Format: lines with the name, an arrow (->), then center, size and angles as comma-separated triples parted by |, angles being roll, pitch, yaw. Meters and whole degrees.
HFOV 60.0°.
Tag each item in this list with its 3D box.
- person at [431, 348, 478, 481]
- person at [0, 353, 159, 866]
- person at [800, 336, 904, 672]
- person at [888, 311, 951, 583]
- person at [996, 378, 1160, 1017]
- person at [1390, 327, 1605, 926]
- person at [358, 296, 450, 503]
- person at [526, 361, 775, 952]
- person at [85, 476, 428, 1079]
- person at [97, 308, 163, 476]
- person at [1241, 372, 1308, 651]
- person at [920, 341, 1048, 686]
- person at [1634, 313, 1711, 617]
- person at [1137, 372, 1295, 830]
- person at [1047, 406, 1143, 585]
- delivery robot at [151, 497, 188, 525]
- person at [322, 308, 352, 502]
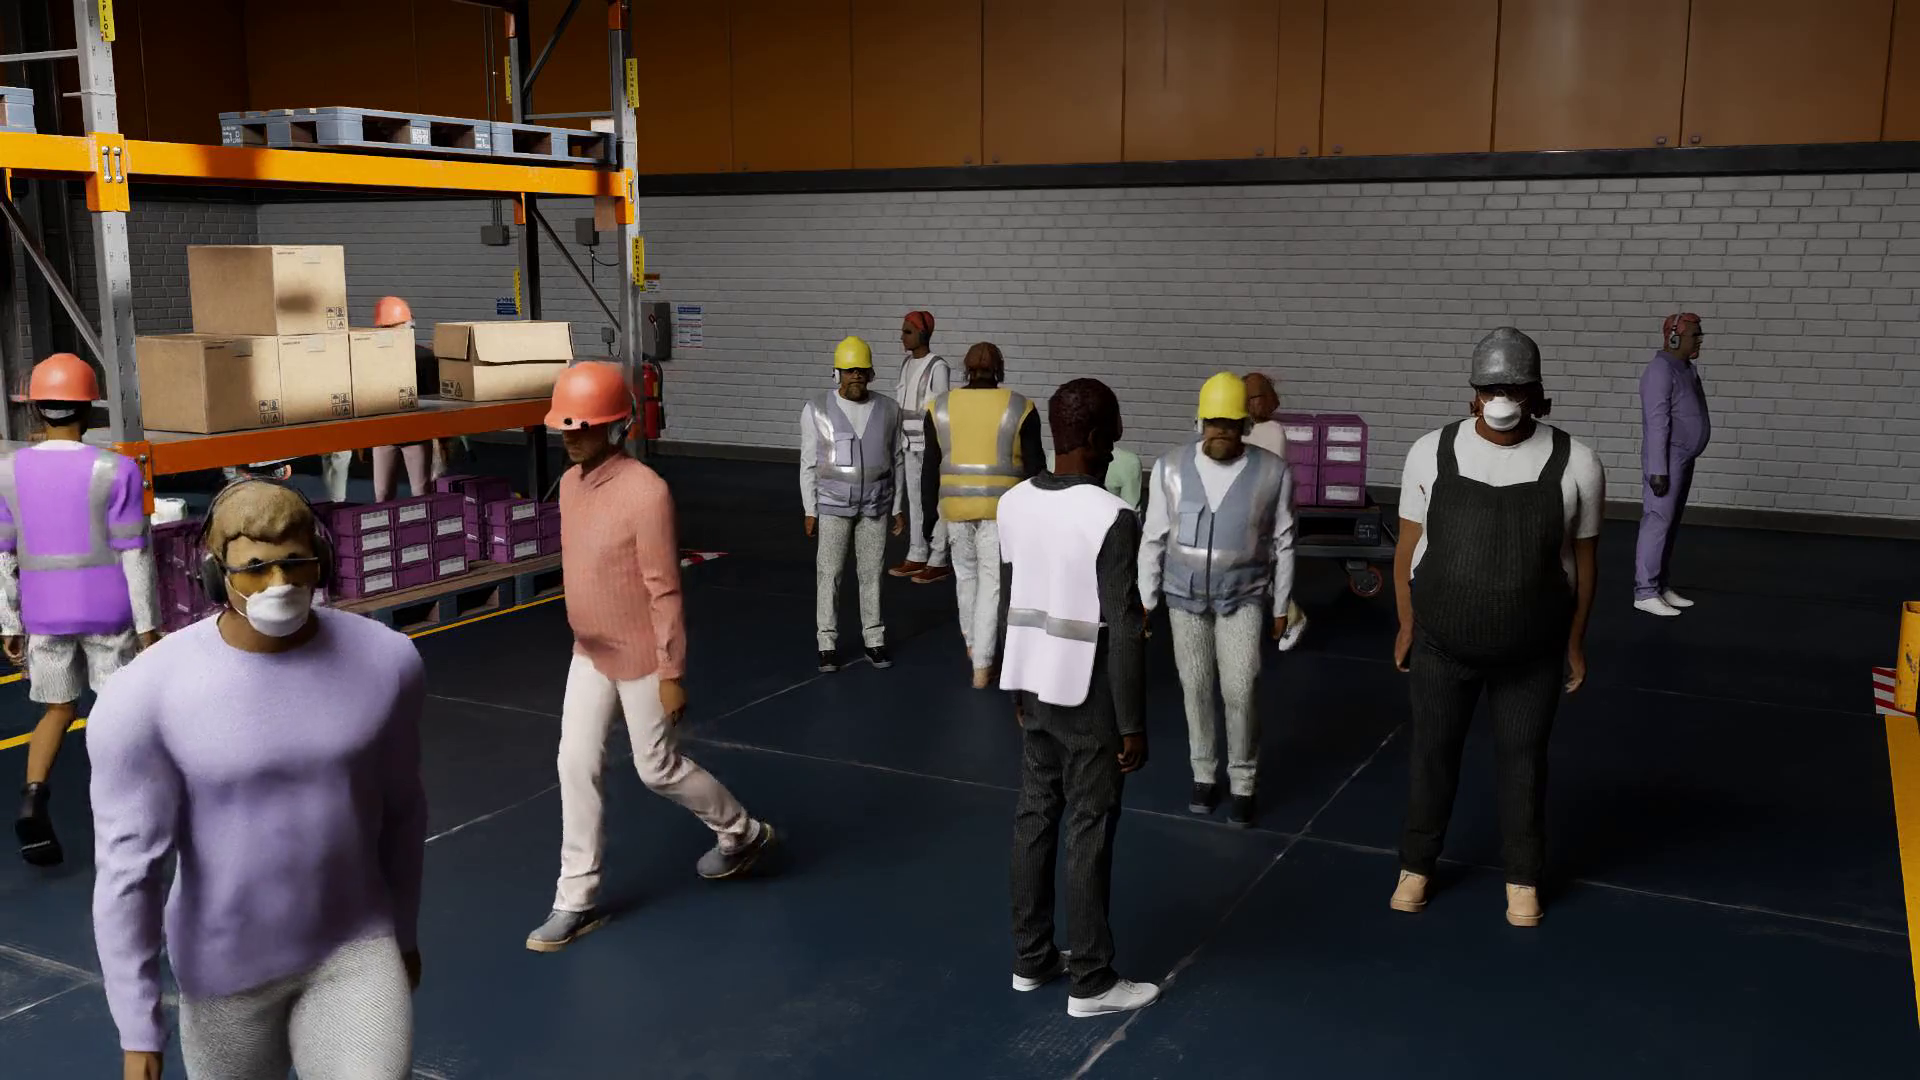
person -> -3.927, -0.692, 12.678 | 0.535, 1.599, 0.784 | 7, 12, 36
person -> -3.278, 0.275, 6.140 | 0.548, 1.918, 0.666 | -1, 10, -6
person -> -0.579, -0.194, 9.102 | 0.586, 1.833, 0.403 | -3, 10, -18
person -> -0.261, -0.643, 11.556 | 0.358, 1.882, 0.574 | -6, 11, -30
person -> 0.334, 0.473, 5.002 | 0.393, 1.916, 0.591 | -8, 12, -38
person -> 1.799, 0.300, 5.641 | 0.672, 2.000, 0.536 | 4, 10, 20
person -> -3.921, -0.713, 11.684 | 0.660, 1.977, 0.443 | 0, 10, 2
person -> -1.058, 0.357, 5.612 | 0.623, 1.950, 0.912 | 9, 13, 42
person -> -1.332, 0.804, 3.234 | 0.645, 1.886, 1.051 | -7, 12, -37
person -> -8.355, -1.477, 16.697 | 0.514, 1.775, 1.041 | 4, 10, 20
person -> 1.668, -0.132, 9.365 | 0.591, 1.622, 0.507 | -4, 10, -21
person -> 0.165, -0.166, 9.028 | 0.655, 1.802, 0.895 | 3, 10, 17
person -> 4.528, -0.483, 10.557 | 0.408, 1.906, 0.654 | 7, 12, 35
person -> 1.003, 0.243, 6.630 | 0.606, 1.808, 0.612 | 3, 10, 18
person -> 0.649, 0.087, 8.084 | 0.497, 1.626, 0.288 | 5, 11, 26
delivery robot -> -6.150, -0.170, 12.385 | 0.707, 0.478, 0.477 | -6, 11, -30
person -> -5.152, -1.023, 13.822 | 0.617, 1.867, 0.823 | 0, 10, 3
